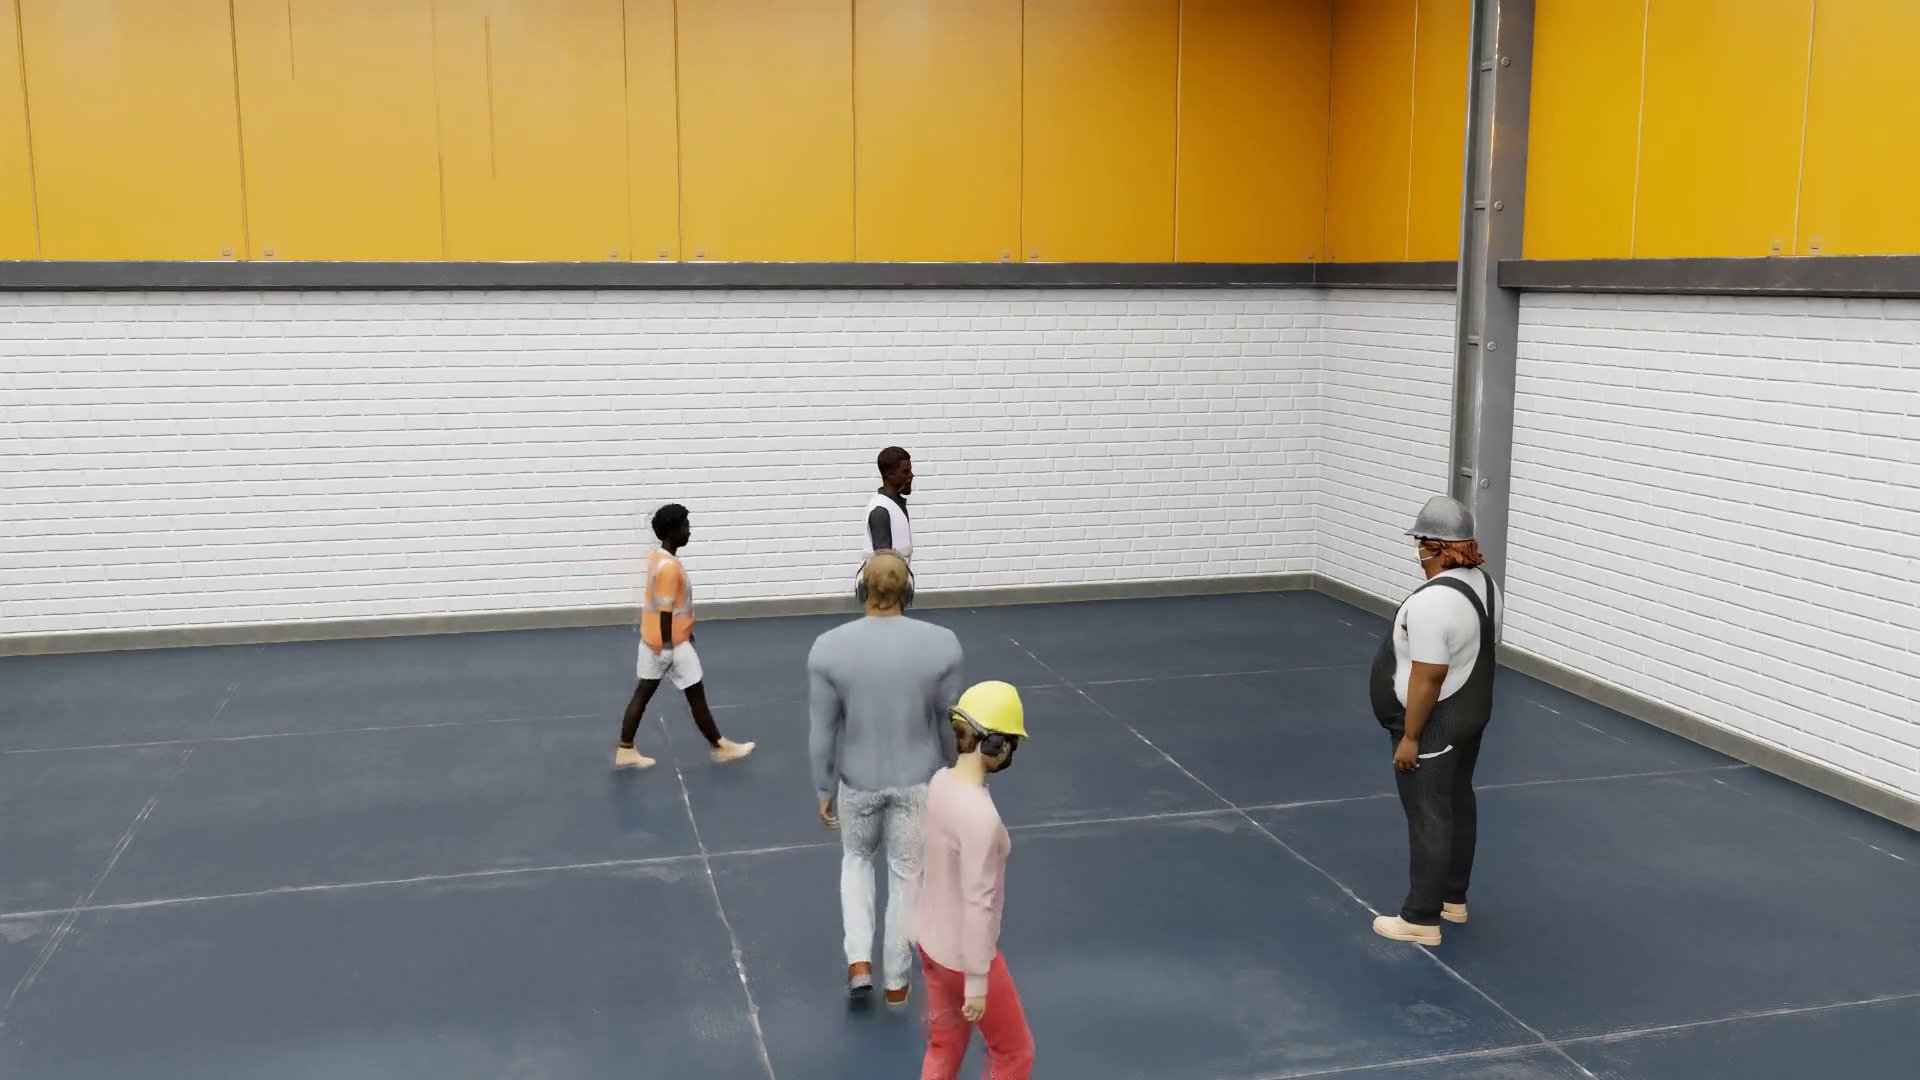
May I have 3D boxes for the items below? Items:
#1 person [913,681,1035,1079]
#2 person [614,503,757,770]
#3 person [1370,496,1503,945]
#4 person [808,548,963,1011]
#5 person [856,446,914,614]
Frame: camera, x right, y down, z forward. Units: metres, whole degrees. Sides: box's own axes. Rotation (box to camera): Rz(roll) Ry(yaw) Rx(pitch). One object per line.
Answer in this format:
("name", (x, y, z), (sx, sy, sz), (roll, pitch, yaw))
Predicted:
("person", (0.105, 1.307, 5.380), (0.585, 1.732, 0.563), (-3, 10, -20))
("person", (-1.718, 0.592, 10.111), (0.870, 1.643, 0.545), (-3, 10, -18))
("person", (2.137, 0.805, 7.599), (0.537, 2.000, 0.682), (7, 12, 38))
("person", (-0.289, 0.983, 6.851), (0.637, 1.925, 0.433), (0, 9, 1))
("person", (-0.470, 0.341, 10.870), (0.399, 1.920, 0.590), (1, 9, 7))
